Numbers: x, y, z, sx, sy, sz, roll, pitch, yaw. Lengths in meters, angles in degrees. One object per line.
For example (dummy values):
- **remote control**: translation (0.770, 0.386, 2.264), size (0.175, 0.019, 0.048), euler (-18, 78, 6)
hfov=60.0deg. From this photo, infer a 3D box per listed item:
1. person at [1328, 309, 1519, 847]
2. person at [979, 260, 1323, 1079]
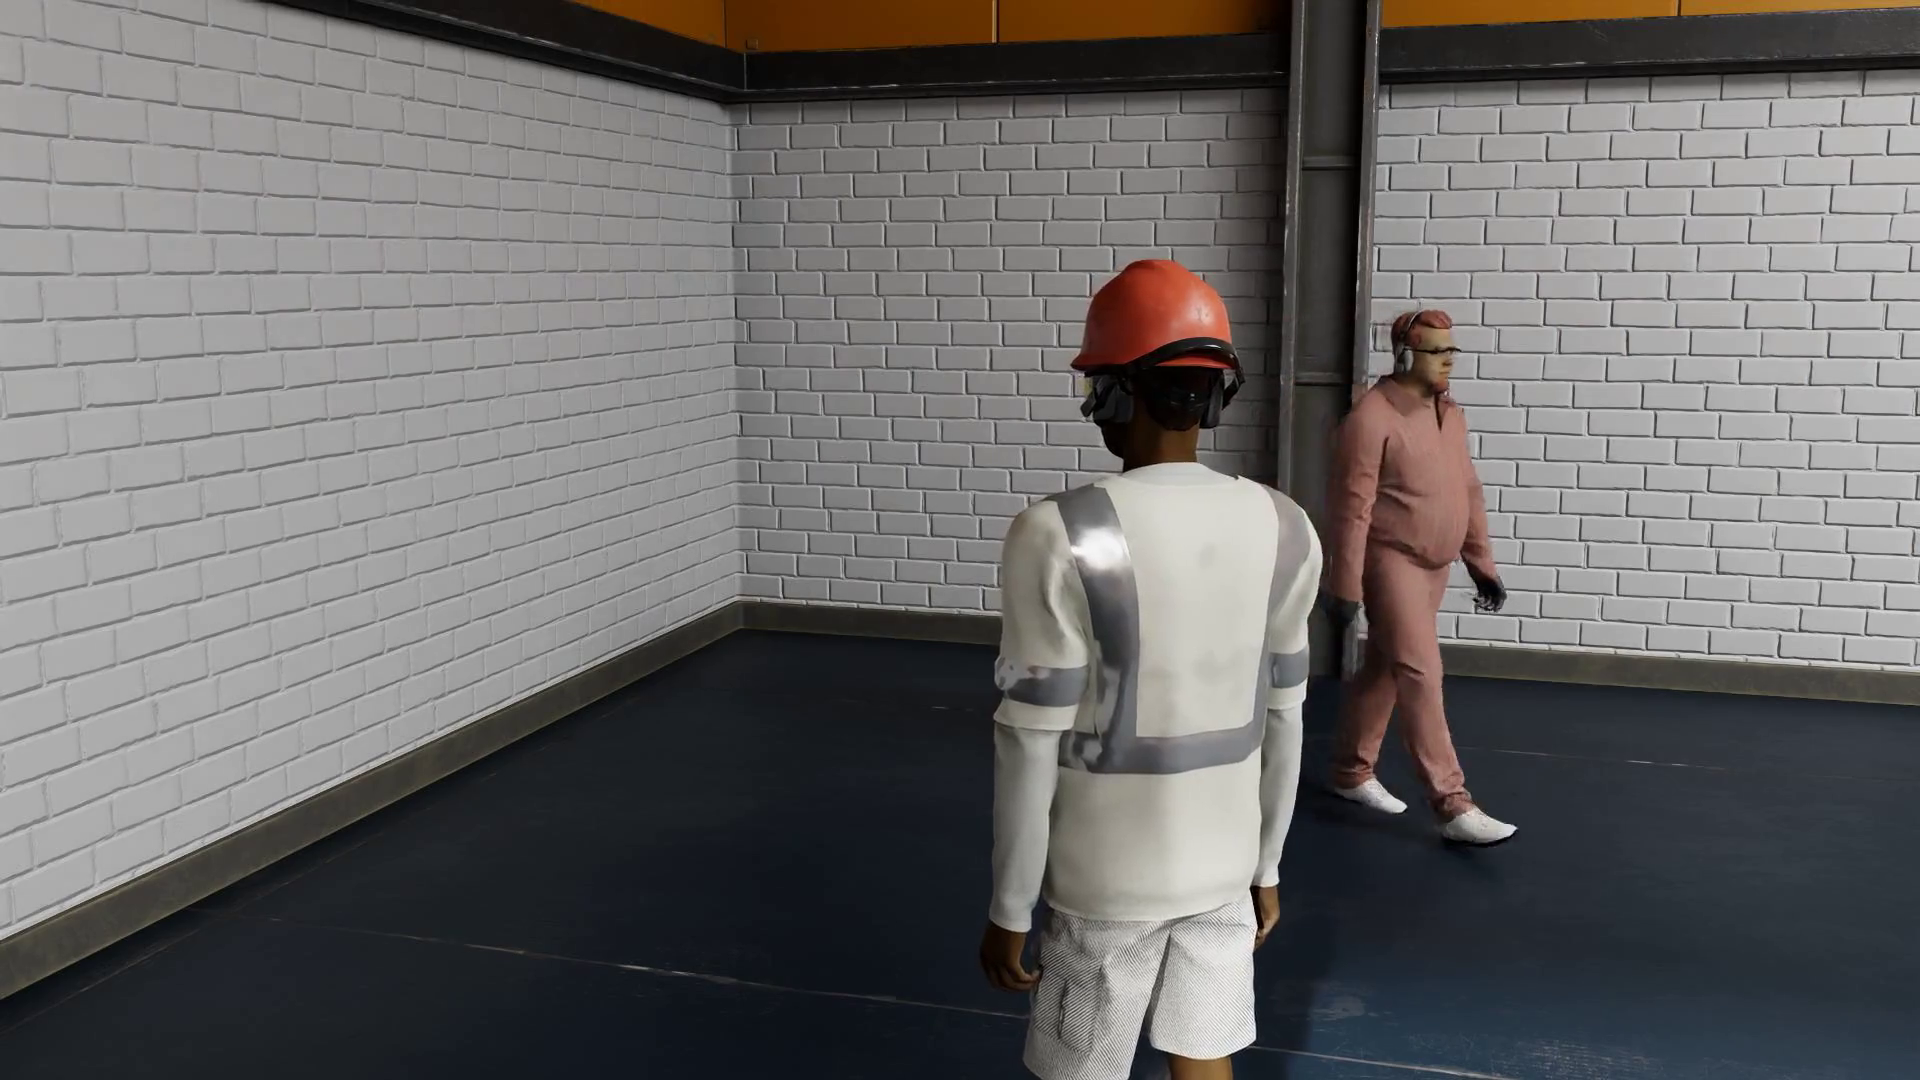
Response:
- **person**: translation (1.701, 0.132, 5.908), size (0.925, 1.870, 0.647), euler (9, 13, 44)
- **person**: translation (0.313, 0.551, 2.862), size (0.607, 2.038, 0.395), euler (-5, 11, -28)
